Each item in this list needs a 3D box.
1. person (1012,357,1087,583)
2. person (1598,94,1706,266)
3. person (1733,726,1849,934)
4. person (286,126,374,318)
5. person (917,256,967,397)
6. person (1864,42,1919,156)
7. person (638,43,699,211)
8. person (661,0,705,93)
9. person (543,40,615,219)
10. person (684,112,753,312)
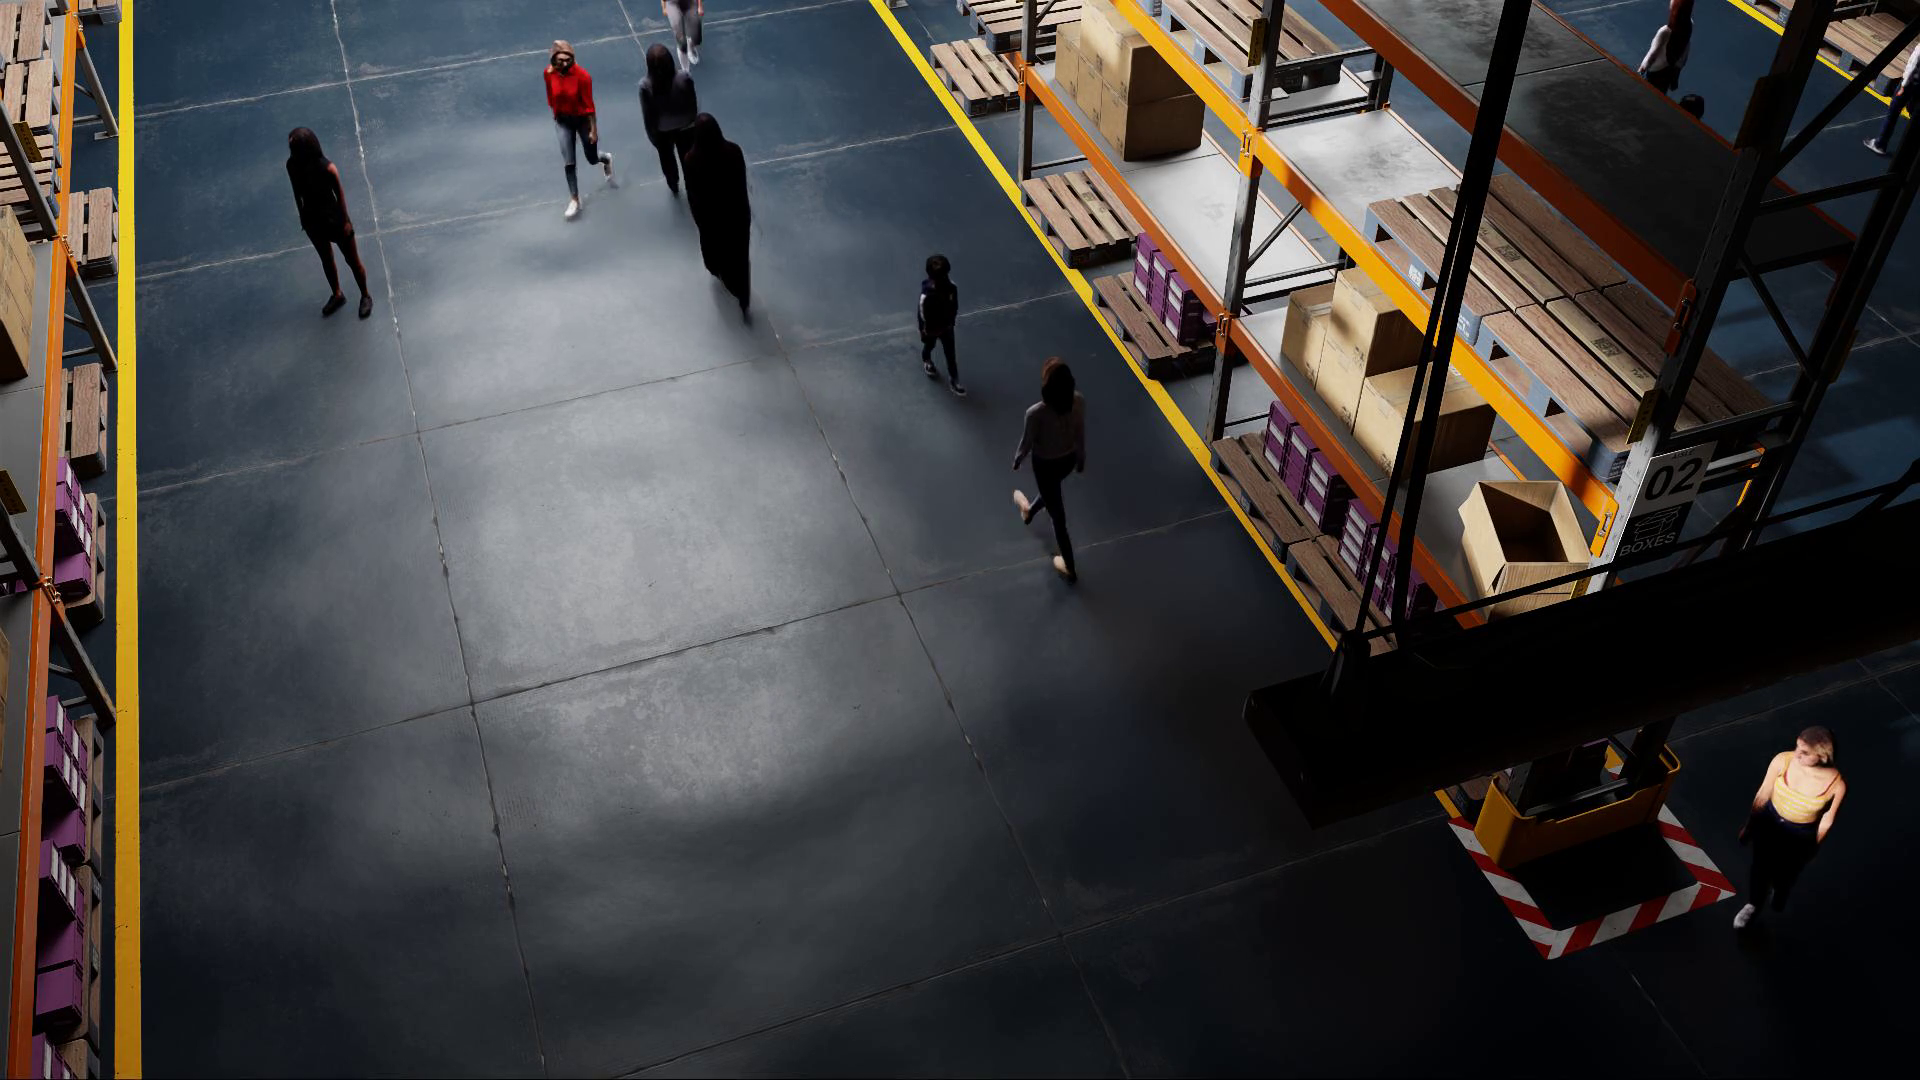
[{"bbox_3d":[0.682,-0.435,11.410,0.725,1.750,1.158,-20,47,-20],"label":"person"},{"bbox_3d":[5.851,-2.980,14.092,0.688,1.735,1.150,-17,46,-17],"label":"person"},{"bbox_3d":[4.670,1.581,9.393,0.735,1.612,0.777,28,50,26],"label":"person"},{"bbox_3d":[-5.220,-2.626,13.716,0.676,1.742,0.683,7,44,7],"label":"person"},{"bbox_3d":[-0.201,-1.754,13.202,0.582,1.188,0.850,-19,47,-19],"label":"person"},{"bbox_3d":[9.021,-4.258,15.570,0.505,1.547,0.837,-14,45,-14],"label":"person"},{"bbox_3d":[-2.564,-3.679,14.942,0.714,1.574,1.039,-10,44,-10],"label":"person"},{"bbox_3d":[-2.780,-5.377,16.639,0.622,1.692,0.932,-9,44,-9],"label":"person"},{"bbox_3d":[-3.411,-3.769,14.958,0.925,1.684,1.083,10,44,10],"label":"person"},{"bbox_3d":[-1.953,-2.702,13.811,0.793,1.721,1.104,-7,44,-7],"label":"person"}]
